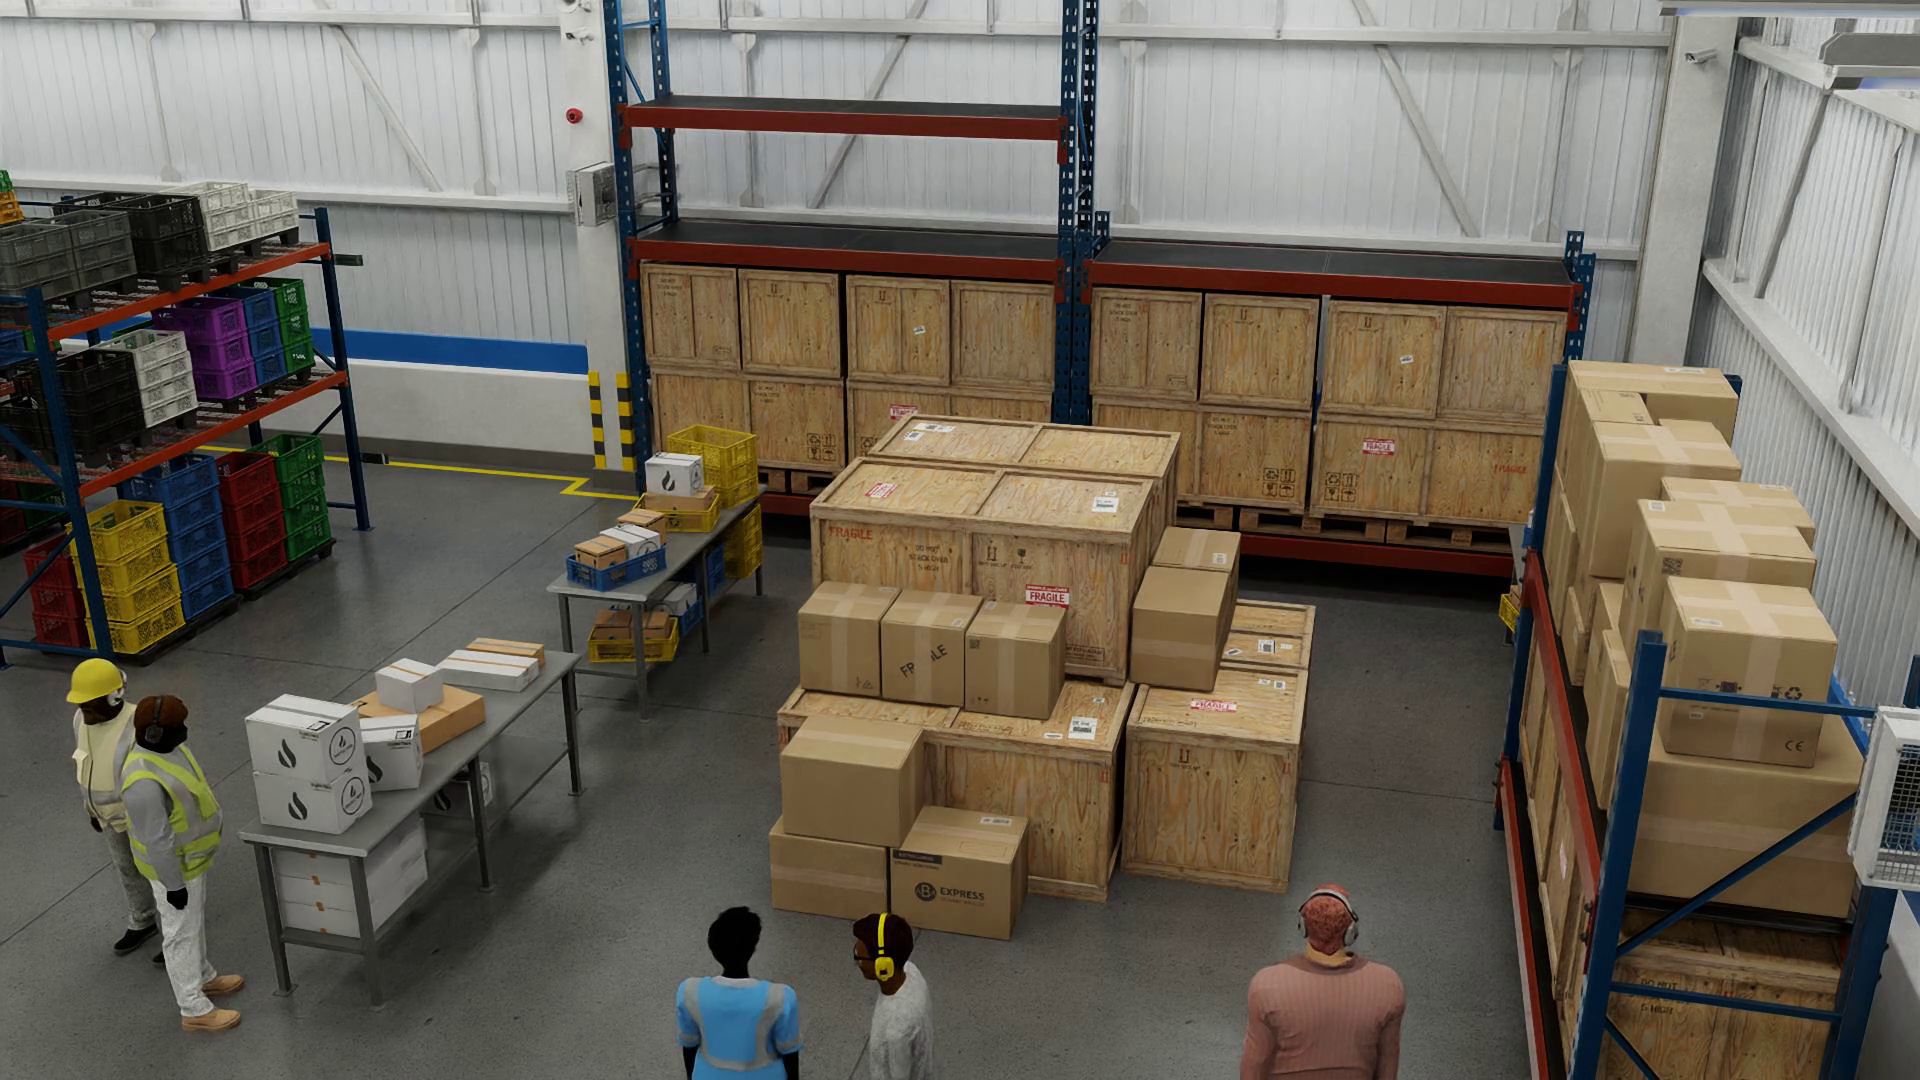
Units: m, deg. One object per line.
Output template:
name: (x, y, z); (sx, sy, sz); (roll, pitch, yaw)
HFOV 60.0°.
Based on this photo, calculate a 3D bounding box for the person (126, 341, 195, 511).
person: (-7.183, -0.847, 14.905); (0.631, 1.940, 0.372); (0, 21, 0)

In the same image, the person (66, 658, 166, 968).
person: (-4.514, 1.465, 9.021); (0.594, 1.822, 0.403); (10, 23, 24)

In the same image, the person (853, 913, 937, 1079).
person: (-0.252, 2.329, 6.720); (0.329, 1.856, 0.518); (0, 21, 1)

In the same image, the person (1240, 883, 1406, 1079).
person: (1.448, 2.264, 6.816); (0.645, 1.903, 0.400); (-1, 21, -2)

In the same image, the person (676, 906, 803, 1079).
person: (-0.919, 2.314, 6.987); (0.536, 1.691, 0.323); (4, 21, 9)

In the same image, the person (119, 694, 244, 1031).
person: (-3.994, 1.638, 8.546); (0.429, 1.839, 0.621); (-6, 22, -16)
